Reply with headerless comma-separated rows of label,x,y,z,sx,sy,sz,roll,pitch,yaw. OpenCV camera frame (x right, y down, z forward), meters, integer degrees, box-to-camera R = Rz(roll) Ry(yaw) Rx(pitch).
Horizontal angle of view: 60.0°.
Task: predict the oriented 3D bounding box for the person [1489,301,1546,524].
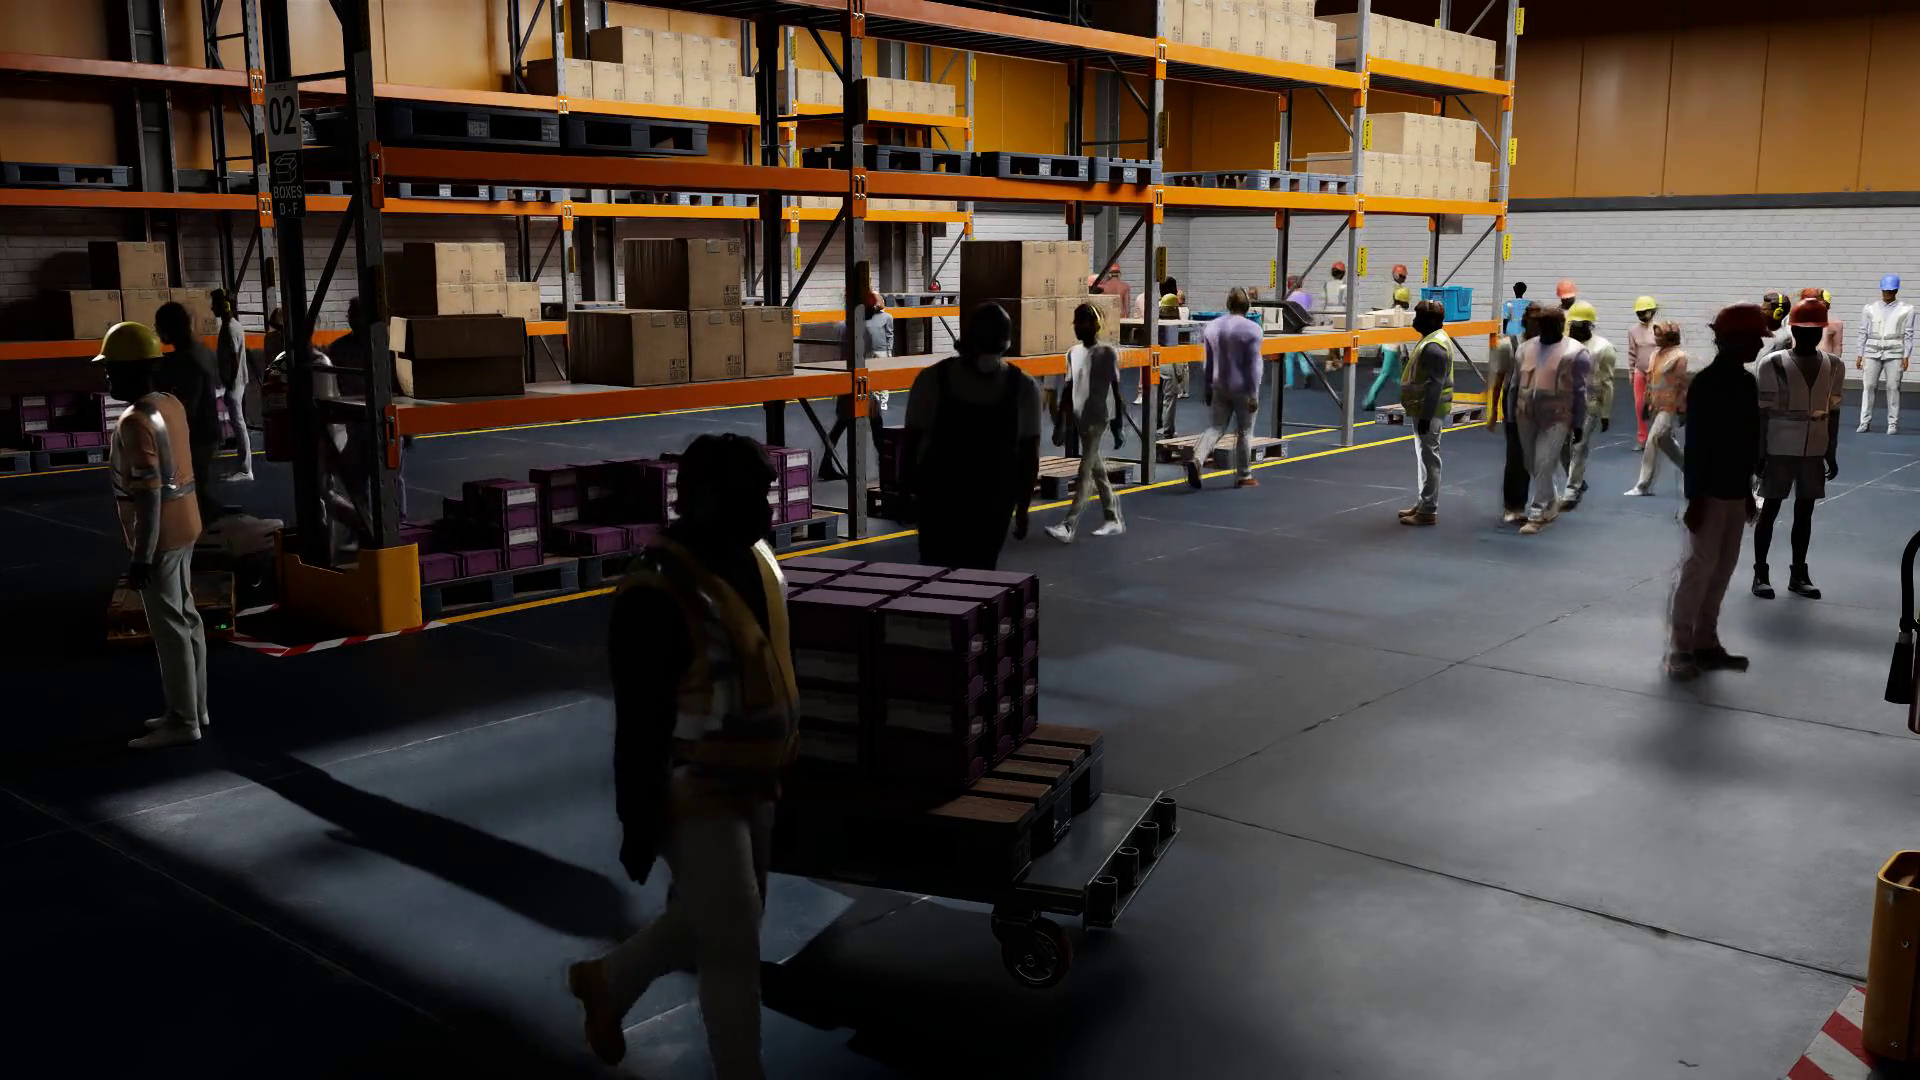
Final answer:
person,4.625,-1.021,13.538,0.541,1.823,0.615,-1,10,-3

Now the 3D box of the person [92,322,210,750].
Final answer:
person,-3.646,-0.016,7.519,0.382,1.928,0.587,-2,10,-10

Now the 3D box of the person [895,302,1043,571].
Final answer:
person,0.050,-0.231,8.423,0.754,2.000,0.639,-1,10,-5

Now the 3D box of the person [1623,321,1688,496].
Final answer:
person,6.496,-1.198,15.198,0.802,1.609,0.538,-1,10,-8

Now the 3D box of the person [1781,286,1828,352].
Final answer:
person,8.446,-1.612,16.763,0.481,1.871,0.595,-3,10,-14

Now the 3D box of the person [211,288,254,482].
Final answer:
person,-7.064,-1.494,16.103,0.328,1.872,0.511,-4,11,-23

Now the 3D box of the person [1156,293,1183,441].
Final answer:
person,2.370,-1.947,19.059,0.316,1.739,0.484,-10,14,-43

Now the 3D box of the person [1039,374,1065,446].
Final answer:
person,1.017,-2.087,19.172,0.615,1.998,1.055,9,14,43

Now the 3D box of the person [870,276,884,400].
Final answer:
person,-1.406,-2.960,24.342,0.654,1.906,0.408,10,14,44

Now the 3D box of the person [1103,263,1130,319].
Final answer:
person,2.900,-4.226,31.333,0.624,1.986,0.552,1,10,3

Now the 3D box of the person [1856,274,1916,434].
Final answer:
person,11.233,-2.254,20.230,0.606,1.938,0.409,8,13,39

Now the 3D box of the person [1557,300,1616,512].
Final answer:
person,5.364,-1.161,14.415,0.663,1.833,0.609,-8,13,-39

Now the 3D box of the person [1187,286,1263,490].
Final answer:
person,2.481,-1.393,15.434,0.635,1.912,0.869,9,13,42

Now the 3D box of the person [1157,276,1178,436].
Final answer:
person,2.441,-2.226,20.129,0.398,1.920,0.590,1,10,6

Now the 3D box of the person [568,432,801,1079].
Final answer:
person,-0.702,0.617,4.252,0.746,1.813,0.632,3,11,19

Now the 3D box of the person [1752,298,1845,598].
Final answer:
person,5.405,-0.586,10.735,0.545,1.938,0.362,0,10,2

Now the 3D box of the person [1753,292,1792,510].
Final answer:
person,6.970,-1.192,14.369,0.328,1.876,0.514,3,10,14

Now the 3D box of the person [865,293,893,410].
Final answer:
person,-1.176,-2.625,23.216,0.497,1.633,0.284,3,10,14

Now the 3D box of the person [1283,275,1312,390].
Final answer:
person,5.349,-3.287,26.431,0.582,1.824,0.497,-3,10,-16

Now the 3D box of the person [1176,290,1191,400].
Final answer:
person,3.261,-2.918,24.868,0.310,1.638,0.523,9,13,41

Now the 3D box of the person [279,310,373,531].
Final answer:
person,-4.301,-0.654,11.383,0.713,1.859,0.619,-7,12,-34

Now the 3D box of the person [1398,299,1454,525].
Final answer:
person,3.802,-1.041,13.603,0.429,1.845,0.622,2,10,14

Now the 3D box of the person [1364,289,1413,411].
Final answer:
person,6.011,-2.610,22.935,0.896,1.697,0.563,0,10,0

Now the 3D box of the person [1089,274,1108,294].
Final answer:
person,1.766,-2.802,23.553,0.687,1.892,0.557,-5,11,-28

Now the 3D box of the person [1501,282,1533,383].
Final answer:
person,9.256,-3.428,27.602,0.533,1.697,0.322,1,10,5

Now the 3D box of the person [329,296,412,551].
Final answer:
person,-4.393,-0.856,12.373,0.651,1.907,0.403,1,10,4

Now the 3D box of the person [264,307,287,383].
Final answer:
person,-7.280,-1.690,17.916,0.496,1.629,0.277,6,12,32

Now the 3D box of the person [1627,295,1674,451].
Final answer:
person,7.691,-1.846,18.468,0.602,1.737,0.554,-8,13,-37

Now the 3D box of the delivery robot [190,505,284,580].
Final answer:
delivery robot,-4.787,0.009,11.017,0.477,0.478,0.707,1,10,7

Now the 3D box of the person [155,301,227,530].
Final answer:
person,-5.142,-0.678,11.356,0.688,1.908,0.661,-5,11,-25

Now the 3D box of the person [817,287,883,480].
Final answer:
person,-0.982,-1.518,16.211,0.982,1.891,0.562,-6,12,-32

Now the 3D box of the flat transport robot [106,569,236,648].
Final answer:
flat transport robot,-4.703,0.383,9.963,0.652,0.197,1.431,-4,11,-23

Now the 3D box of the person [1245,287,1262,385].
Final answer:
person,4.680,-3.346,27.330,0.674,1.614,0.540,1,10,4

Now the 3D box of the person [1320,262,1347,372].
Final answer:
person,6.973,-4.094,30.557,1.006,1.990,0.622,-9,13,-42

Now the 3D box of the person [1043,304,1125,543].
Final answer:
person,0.931,-0.889,12.799,0.965,1.813,0.539,-9,13,-42

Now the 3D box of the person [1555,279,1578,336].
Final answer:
person,7.215,-2.167,19.879,0.584,1.885,0.576,-2,10,-11

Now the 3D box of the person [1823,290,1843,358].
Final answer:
person,10.095,-2.059,19.614,0.525,1.769,0.315,4,11,24

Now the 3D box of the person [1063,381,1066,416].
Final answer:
person,1.522,-2.467,22.134,0.317,1.695,0.540,-2,10,-9

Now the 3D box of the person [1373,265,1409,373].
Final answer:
person,7.873,-3.928,29.728,0.998,1.940,0.628,5,11,26

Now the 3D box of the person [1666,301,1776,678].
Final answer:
person,4.008,-0.258,8.819,0.734,1.978,0.367,-9,13,-40

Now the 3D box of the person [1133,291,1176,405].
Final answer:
person,2.784,-2.884,23.933,0.658,1.904,0.400,4,11,24

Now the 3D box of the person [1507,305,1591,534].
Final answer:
person,4.729,-0.985,13.385,0.856,1.818,0.623,-10,14,-44
